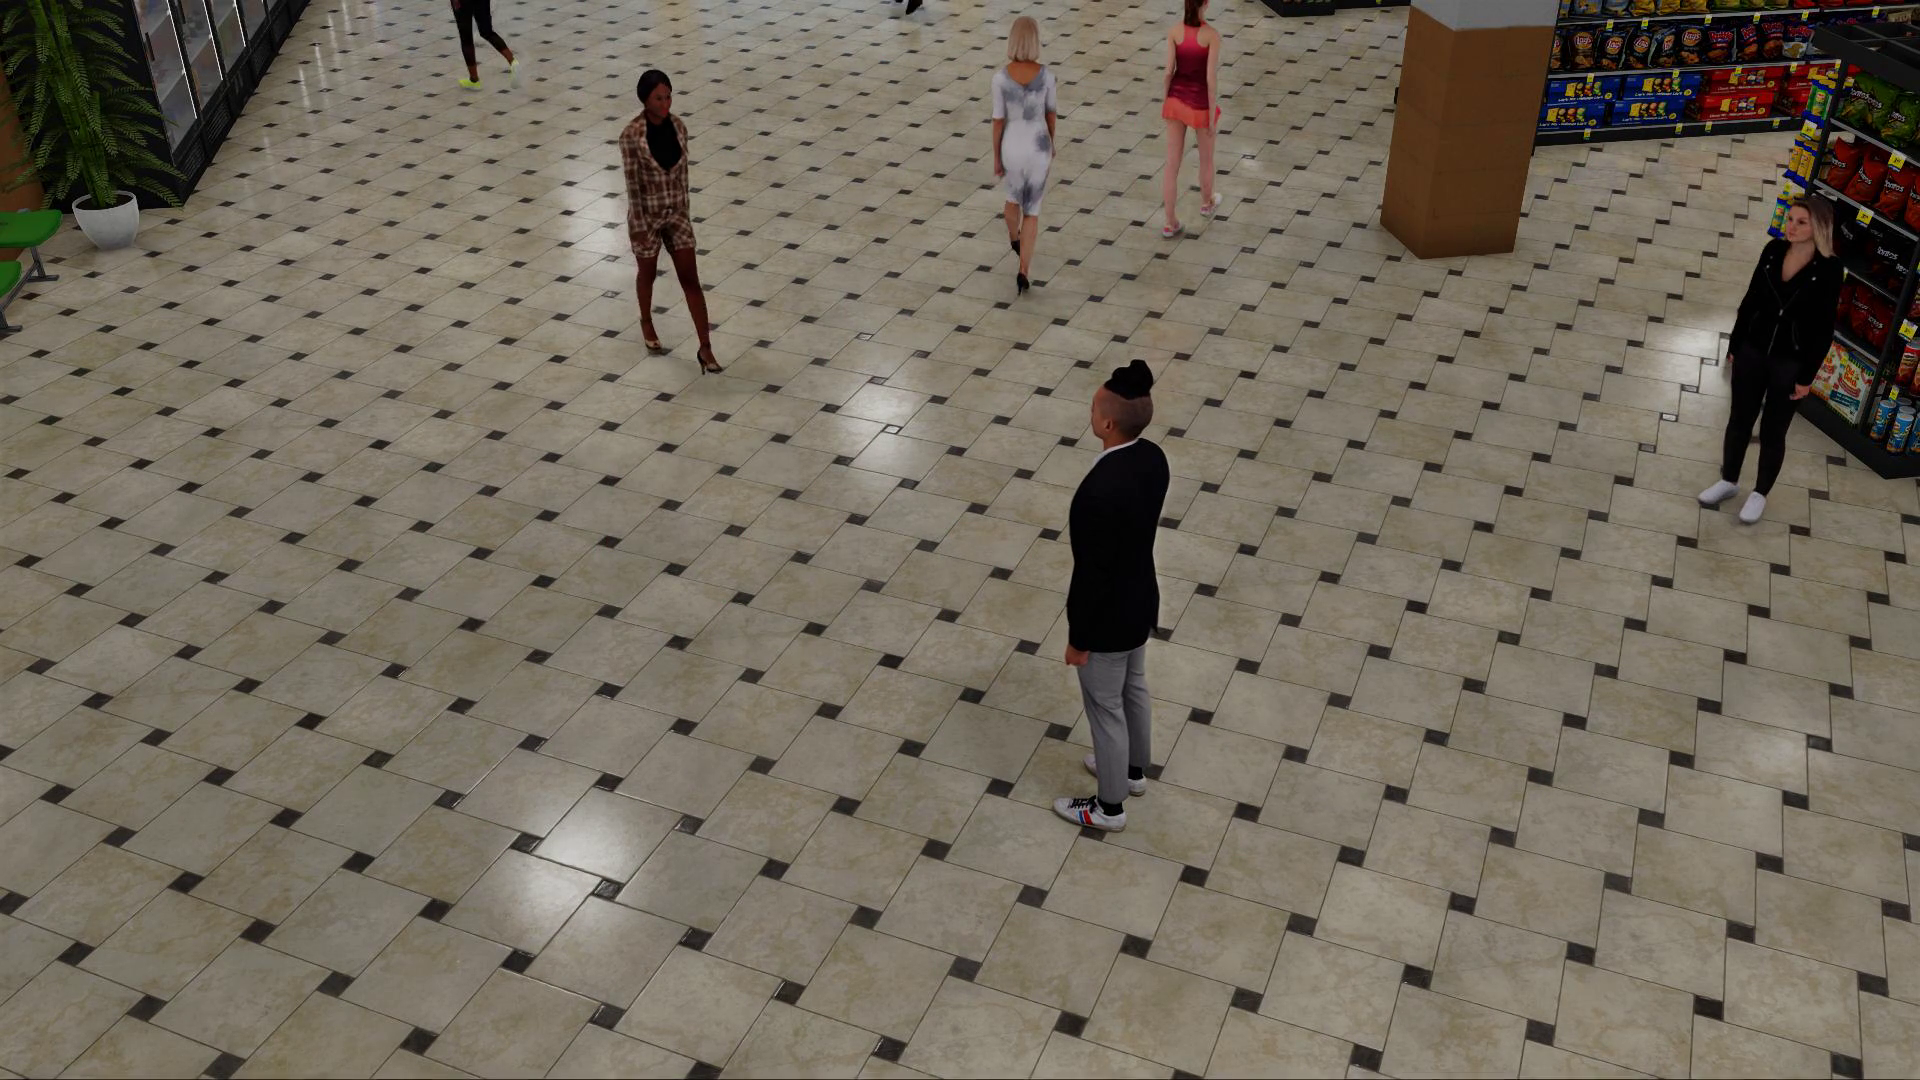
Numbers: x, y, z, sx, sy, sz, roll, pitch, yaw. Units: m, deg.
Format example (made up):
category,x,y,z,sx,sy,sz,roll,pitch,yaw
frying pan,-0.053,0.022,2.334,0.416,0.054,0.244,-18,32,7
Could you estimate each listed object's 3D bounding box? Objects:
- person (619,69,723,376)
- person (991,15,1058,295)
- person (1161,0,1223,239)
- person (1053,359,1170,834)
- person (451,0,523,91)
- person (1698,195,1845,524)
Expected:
category,x,y,z,sx,sy,sz,roll,pitch,yaw
person,-1.789,-1.833,9.643,1.122,1.737,0.952,-19,36,-27
person,0.418,-2.401,10.582,1.036,1.710,0.824,3,32,5
person,1.541,-2.919,11.397,0.995,1.728,0.992,15,35,23
person,0.577,0.223,6.133,0.823,1.954,0.794,16,35,24
person,-4.114,-4.660,14.189,1.041,1.734,0.985,20,37,29
person,4.031,-0.884,8.175,0.714,1.676,0.718,-24,39,-33
